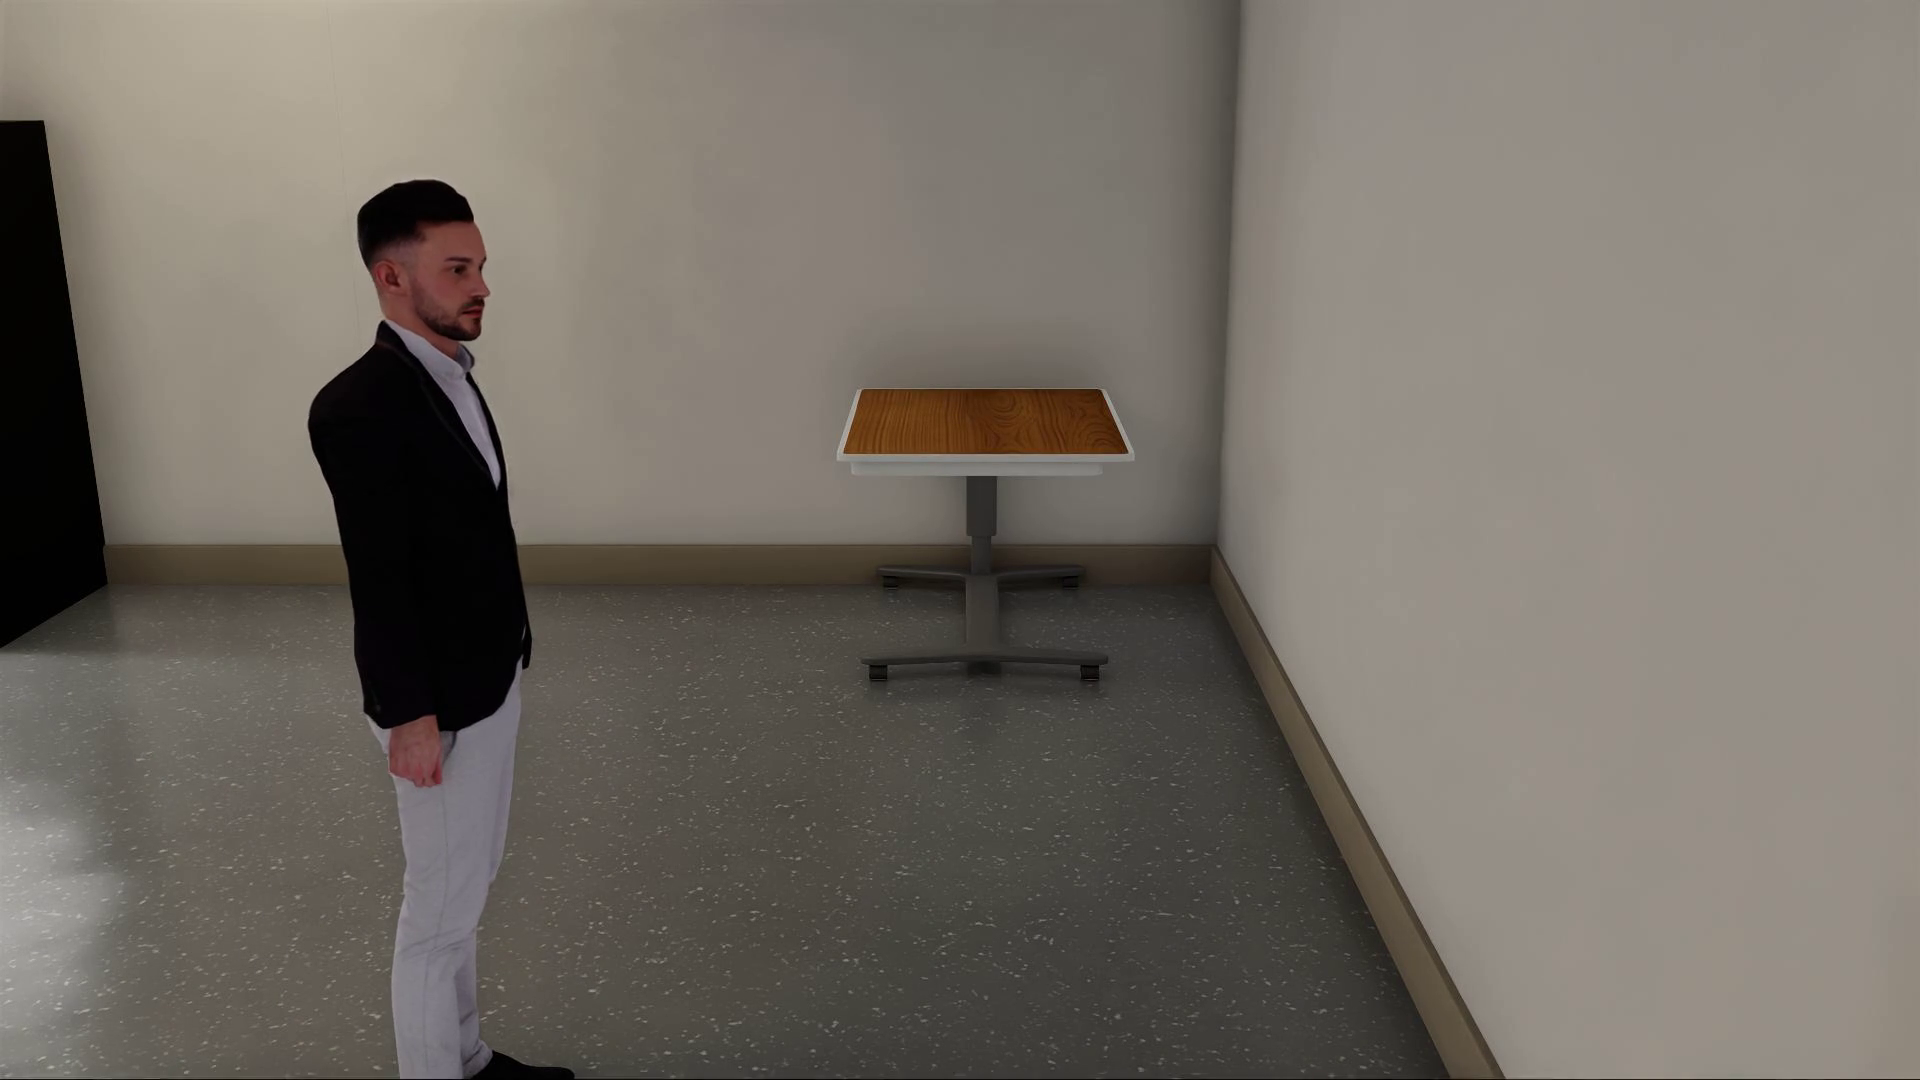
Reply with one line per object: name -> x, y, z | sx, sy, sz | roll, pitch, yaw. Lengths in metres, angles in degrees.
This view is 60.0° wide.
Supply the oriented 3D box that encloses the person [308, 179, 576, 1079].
person -> -0.955, 0.276, 3.028 | 0.542, 1.837, 0.654 | 0, 16, -1
